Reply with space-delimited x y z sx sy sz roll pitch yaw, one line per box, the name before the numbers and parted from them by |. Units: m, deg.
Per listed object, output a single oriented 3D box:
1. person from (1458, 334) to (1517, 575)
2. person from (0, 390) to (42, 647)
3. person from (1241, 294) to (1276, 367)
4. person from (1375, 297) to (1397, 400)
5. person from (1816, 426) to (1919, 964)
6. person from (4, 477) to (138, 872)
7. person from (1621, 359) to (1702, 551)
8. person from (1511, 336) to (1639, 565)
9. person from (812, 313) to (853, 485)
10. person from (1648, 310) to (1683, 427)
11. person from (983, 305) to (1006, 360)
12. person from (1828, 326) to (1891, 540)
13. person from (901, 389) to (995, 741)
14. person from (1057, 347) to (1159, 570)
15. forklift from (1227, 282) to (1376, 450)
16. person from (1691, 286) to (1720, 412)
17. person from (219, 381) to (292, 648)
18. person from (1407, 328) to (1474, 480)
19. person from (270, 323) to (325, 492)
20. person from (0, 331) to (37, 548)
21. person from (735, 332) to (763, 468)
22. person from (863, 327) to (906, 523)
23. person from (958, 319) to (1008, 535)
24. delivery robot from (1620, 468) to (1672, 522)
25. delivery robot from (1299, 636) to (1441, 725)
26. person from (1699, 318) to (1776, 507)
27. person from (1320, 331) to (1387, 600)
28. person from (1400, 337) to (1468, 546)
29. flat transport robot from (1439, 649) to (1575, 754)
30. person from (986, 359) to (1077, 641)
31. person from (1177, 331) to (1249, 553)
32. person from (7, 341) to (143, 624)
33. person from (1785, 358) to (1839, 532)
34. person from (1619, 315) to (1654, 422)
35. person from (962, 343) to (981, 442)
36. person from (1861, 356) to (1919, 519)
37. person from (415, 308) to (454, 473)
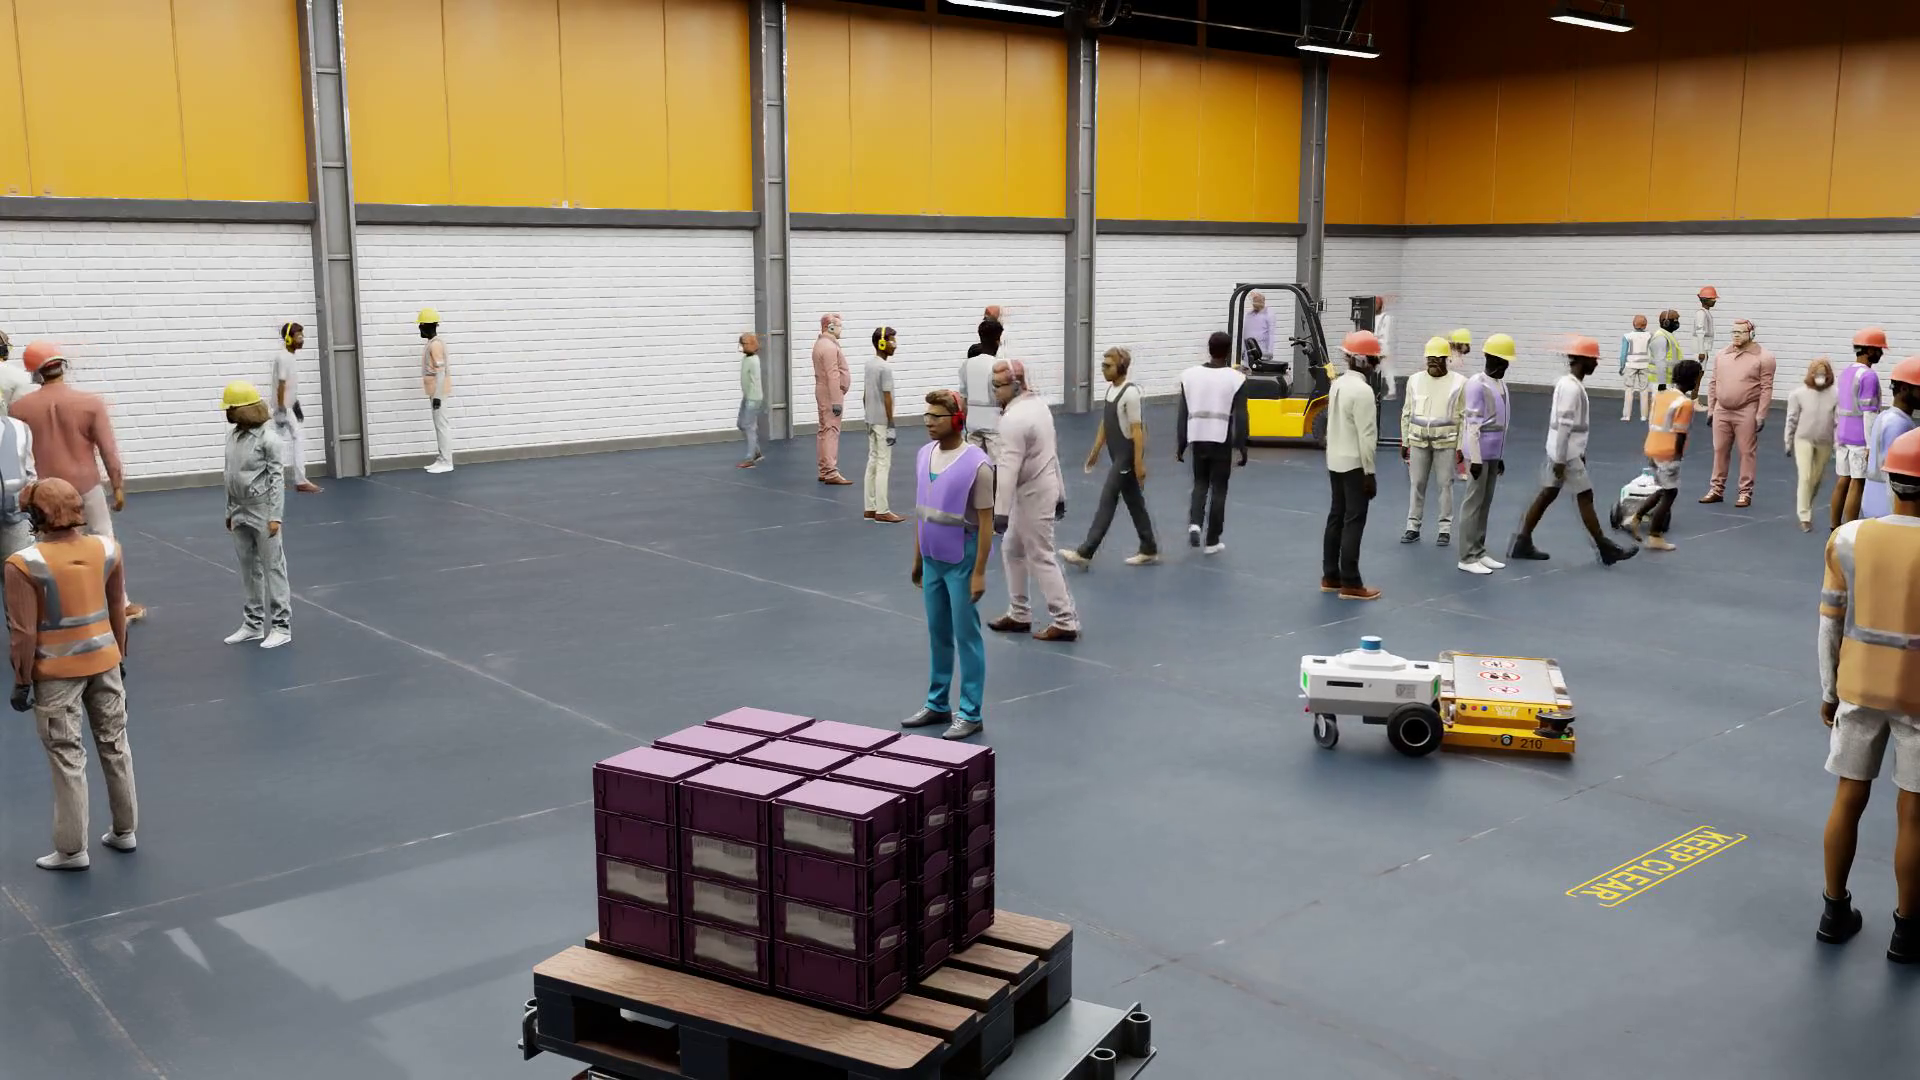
person | 4.241 -0.693 13.360 0.389 1.916 0.585 8 12 38
person | -6.108 -0.164 10.504 0.403 1.832 0.593 8 12 39
person | 5.122 -3.295 28.706 0.480 1.884 0.725 -8 13 -39
person | 7.294 -3.334 29.106 1.014 1.827 0.587 -5 11 -25
person | 3.388 0.553 6.007 0.359 1.938 0.547 -8 13 -39
person | -3.671 0.551 6.887 0.309 1.640 0.513 5 11 26
person | 6.063 -0.728 14.294 0.475 1.664 0.545 0 10 -1
person | 5.087 -0.734 13.713 1.008 1.874 0.556 3 10 16
person | -1.421 -1.571 18.534 0.411 1.908 0.643 -3 10 -17
person | 9.161 -2.063 21.604 0.429 1.844 0.627 5 11 29
person | 0.536 -2.325 23.068 0.731 1.861 0.577 -2 10 -9
person | 7.756 -0.869 14.331 0.355 1.938 0.544 1 10 3
person | -0.035 0.123 8.786 0.390 1.848 0.563 -8 12 -38
person | 1.223 -0.655 13.469 0.938 1.795 0.521 -2 10 -10
forklift | 4.328 -2.346 22.227 2.313 2.155 1.214 3 10 16
person | 12.136 -3.108 27.131 0.378 2.044 0.607 5 11 27
person | -4.595 -0.163 10.789 0.483 1.736 0.311 5 11 27
person | 5.509 -1.517 18.719 0.821 1.736 0.534 2 10 14
person | -7.253 -1.410 17.870 0.677 1.826 0.514 -3 10 -18
person | -7.942 -0.780 13.810 0.629 1.940 0.373 1 10 7
person | -2.548 -1.675 19.943 0.361 1.624 0.547 -4 10 -21
person | -0.747 -1.096 15.880 0.327 1.864 0.514 -5 11 -27
person | 0.263 -1.030 15.203 0.603 1.962 0.368 8 13 40
delivery robot | 6.412 -0.429 15.519 0.477 0.478 0.707 6 12 33
delivery robot | 2.128 0.744 8.652 0.707 0.478 0.477 2 10 13
person | 7.884 -1.291 16.893 0.409 1.909 0.641 -8 12 -38
person | 2.922 -0.550 12.354 0.391 1.987 0.657 -2 10 -12
person | 4.160 -0.865 14.612 0.590 1.833 0.403 5 11 29
flat transport robot | 2.963 0.857 9.095 0.652 0.197 1.431 3 10 15
person | 0.437 -0.254 10.948 0.778 1.865 0.664 2 10 14
person | 2.167 -0.832 14.226 0.624 1.898 0.449 5 11 28
person | -6.072 -0.350 11.349 0.681 1.928 0.391 -4 10 -20
person | 7.960 -0.908 15.538 0.491 1.603 0.739 2 10 14
person | 10.375 -2.625 25.483 0.525 1.639 0.307 1 10 8
person | 0.150 -1.070 16.210 0.321 1.695 0.530 1 10 8
person | 5.745 -0.160 10.207 0.374 1.928 0.542 4 10 22
person | -6.151 -1.746 19.490 0.384 1.928 0.588 -3 10 -19
